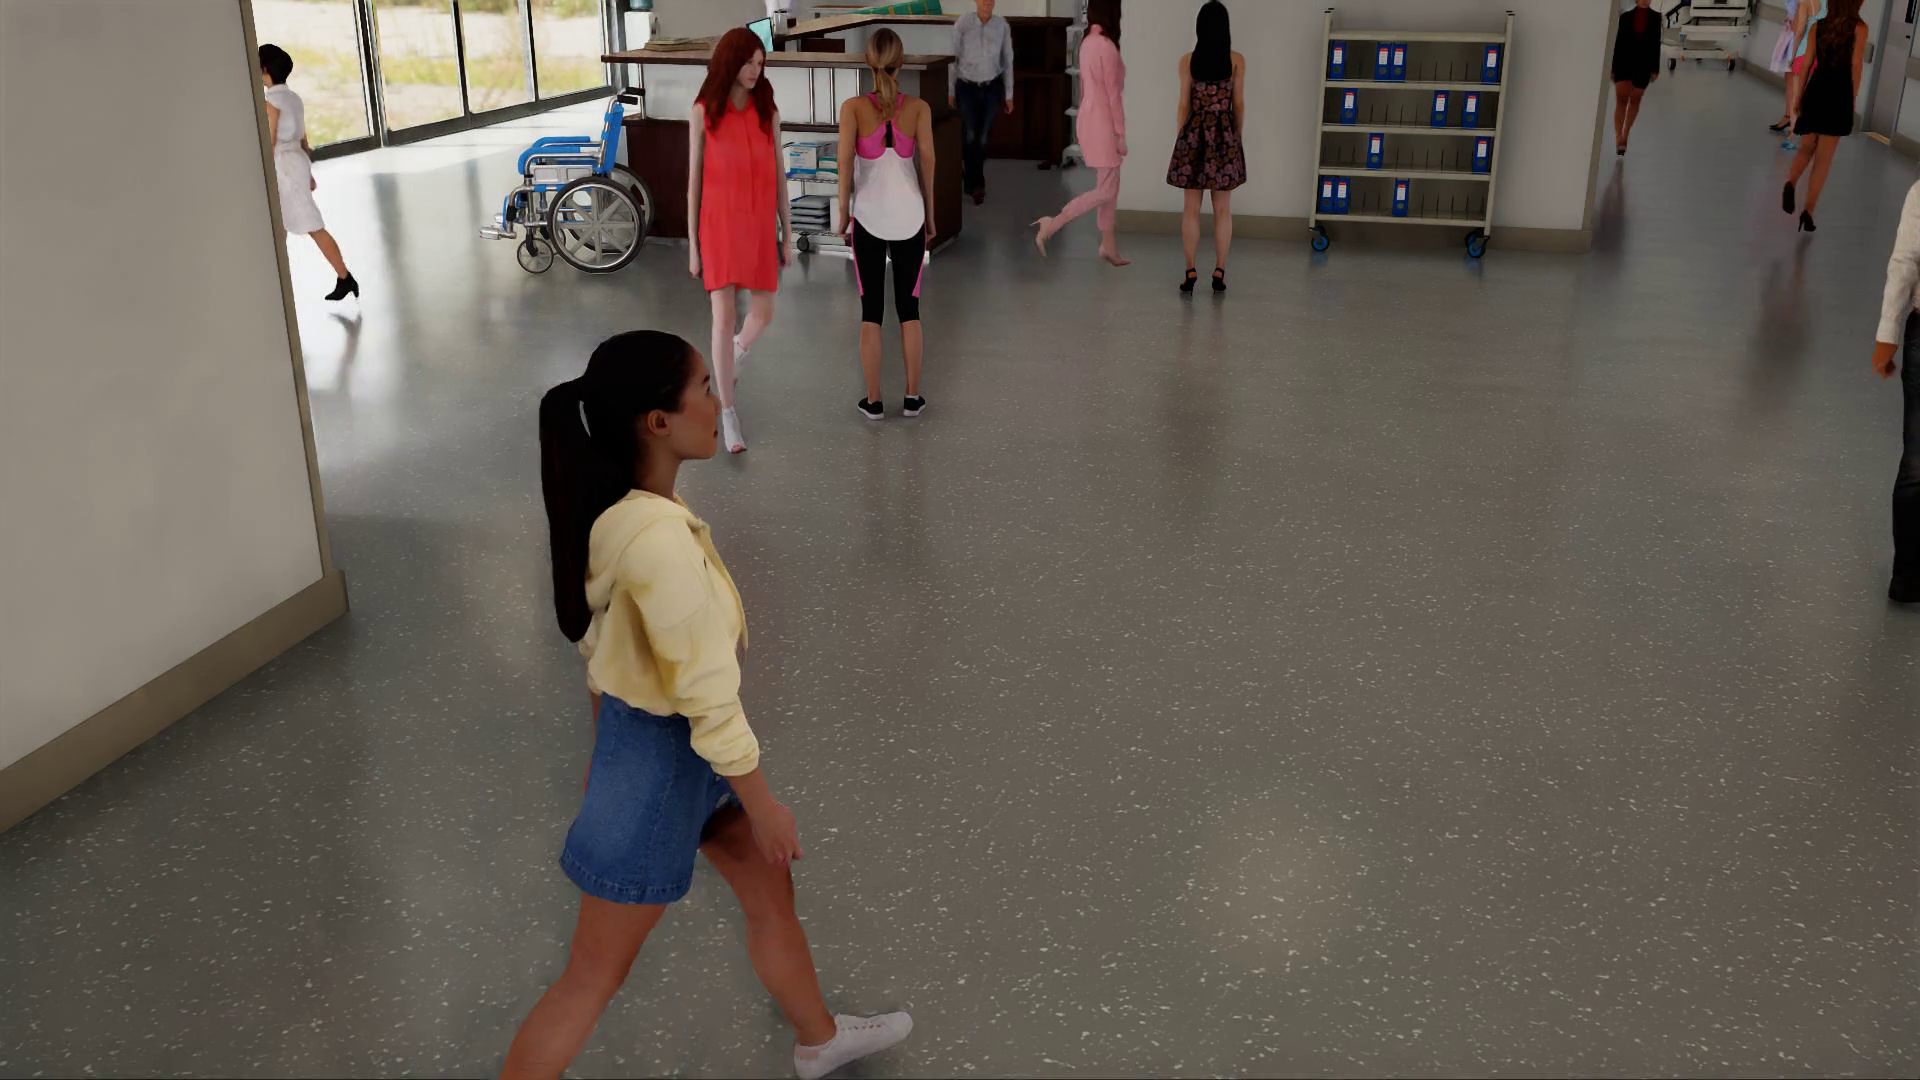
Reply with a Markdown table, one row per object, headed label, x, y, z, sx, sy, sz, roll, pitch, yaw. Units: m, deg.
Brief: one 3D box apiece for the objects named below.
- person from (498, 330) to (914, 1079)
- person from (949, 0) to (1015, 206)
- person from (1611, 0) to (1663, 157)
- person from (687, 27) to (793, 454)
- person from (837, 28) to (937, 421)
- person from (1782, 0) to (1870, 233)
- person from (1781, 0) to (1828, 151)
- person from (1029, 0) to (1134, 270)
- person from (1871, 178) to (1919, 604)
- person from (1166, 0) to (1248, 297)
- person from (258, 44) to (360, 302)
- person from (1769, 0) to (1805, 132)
| label | x | y | z | sx | sy | sz | roll | pitch | yaw |
| --- | --- | --- | --- | --- | --- | --- | --- | --- | --- |
| person | -0.610 | 0.462 | 2.971 | 1.224 | 1.586 | 1.049 | -7 | 22 | -18 |
| person | 0.125 | -3.630 | 13.522 | 1.217 | 1.765 | 1.097 | -4 | 21 | -11 |
| person | 6.485 | -4.491 | 16.042 | 1.004 | 1.591 | 0.667 | 6 | 22 | 16 |
| person | -0.998 | -1.323 | 7.383 | 1.034 | 1.800 | 1.047 | -8 | 22 | -20 |
| person | -0.337 | -1.452 | 7.740 | 0.599 | 1.787 | 0.743 | -3 | 21 | -8 |
| person | 6.296 | -3.155 | 12.188 | 0.850 | 1.821 | 0.825 | -16 | 26 | -35 |
| person | 8.560 | -4.825 | 16.677 | 0.476 | 1.764 | 0.645 | 6 | 21 | 15 |
| person | 0.849 | -2.625 | 10.848 | 1.086 | 1.780 | 0.921 | -6 | 22 | -17 |
| person | 3.407 | -0.673 | 5.667 | 0.636 | 1.799 | 0.776 | 9 | 22 | 22 |
| person | 1.537 | -2.415 | 10.299 | 0.694 | 1.775 | 0.797 | 0 | 21 | 0 |
| person | -3.929 | -2.142 | 9.955 | 1.062 | 1.508 | 0.743 | -1 | 21 | -2 |
| person | 9.096 | -5.390 | 18.102 | 0.727 | 1.813 | 0.701 | 7 | 22 | 18 |
